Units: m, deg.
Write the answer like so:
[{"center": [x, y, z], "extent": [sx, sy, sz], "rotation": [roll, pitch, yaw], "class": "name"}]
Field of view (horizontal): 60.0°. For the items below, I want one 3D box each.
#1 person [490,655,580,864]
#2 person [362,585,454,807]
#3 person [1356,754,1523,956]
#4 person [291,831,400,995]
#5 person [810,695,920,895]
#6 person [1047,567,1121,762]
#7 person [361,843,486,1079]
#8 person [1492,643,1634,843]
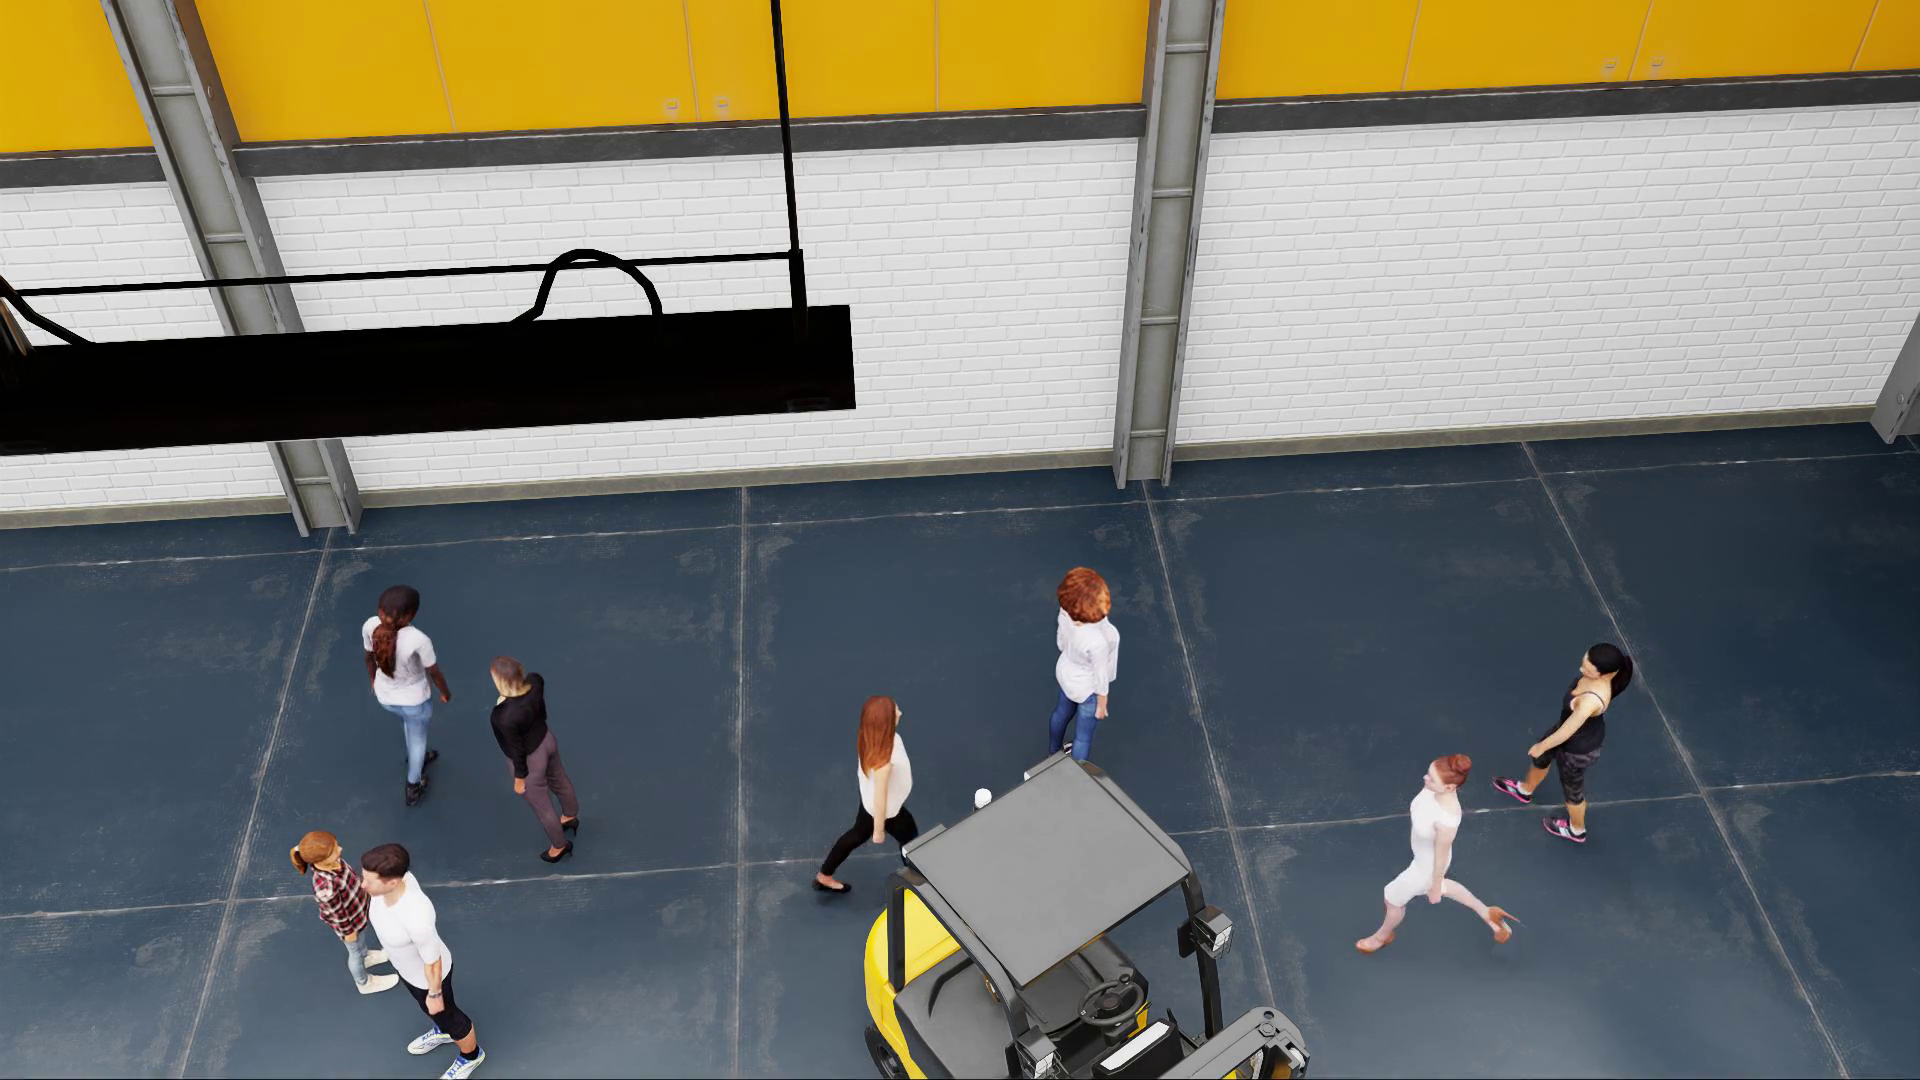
[{"center": [-2.431, 1.252, 9.539], "extent": [0.635, 1.670, 0.657], "rotation": [8, 44, 8], "class": "person"}, {"center": [-3.286, 0.986, 9.808], "extent": [0.738, 1.685, 0.835], "rotation": [9, 44, 9], "class": "person"}, {"center": [2.619, 1.748, 8.949], "extent": [1.129, 1.765, 0.724], "rotation": [3, 44, 4], "class": "person"}, {"center": [-3.343, 2.008, 9.011], "extent": [0.542, 1.304, 0.545], "rotation": [-9, 44, -9], "class": "person"}, {"center": [-0.520, 1.473, 9.291], "extent": [1.114, 1.692, 0.694], "rotation": [-11, 45, -11], "class": "person"}, {"center": [0.717, 0.826, 9.957], "extent": [0.718, 1.711, 0.724], "rotation": [-20, 47, -19], "class": "person"}, {"center": [-2.748, 2.141, 8.474], "extent": [0.774, 1.852, 0.753], "rotation": [-31, 51, -28], "class": "person"}, {"center": [3.628, 1.222, 9.552], "extent": [0.976, 1.697, 0.873], "rotation": [26, 50, 25], "class": "person"}]
